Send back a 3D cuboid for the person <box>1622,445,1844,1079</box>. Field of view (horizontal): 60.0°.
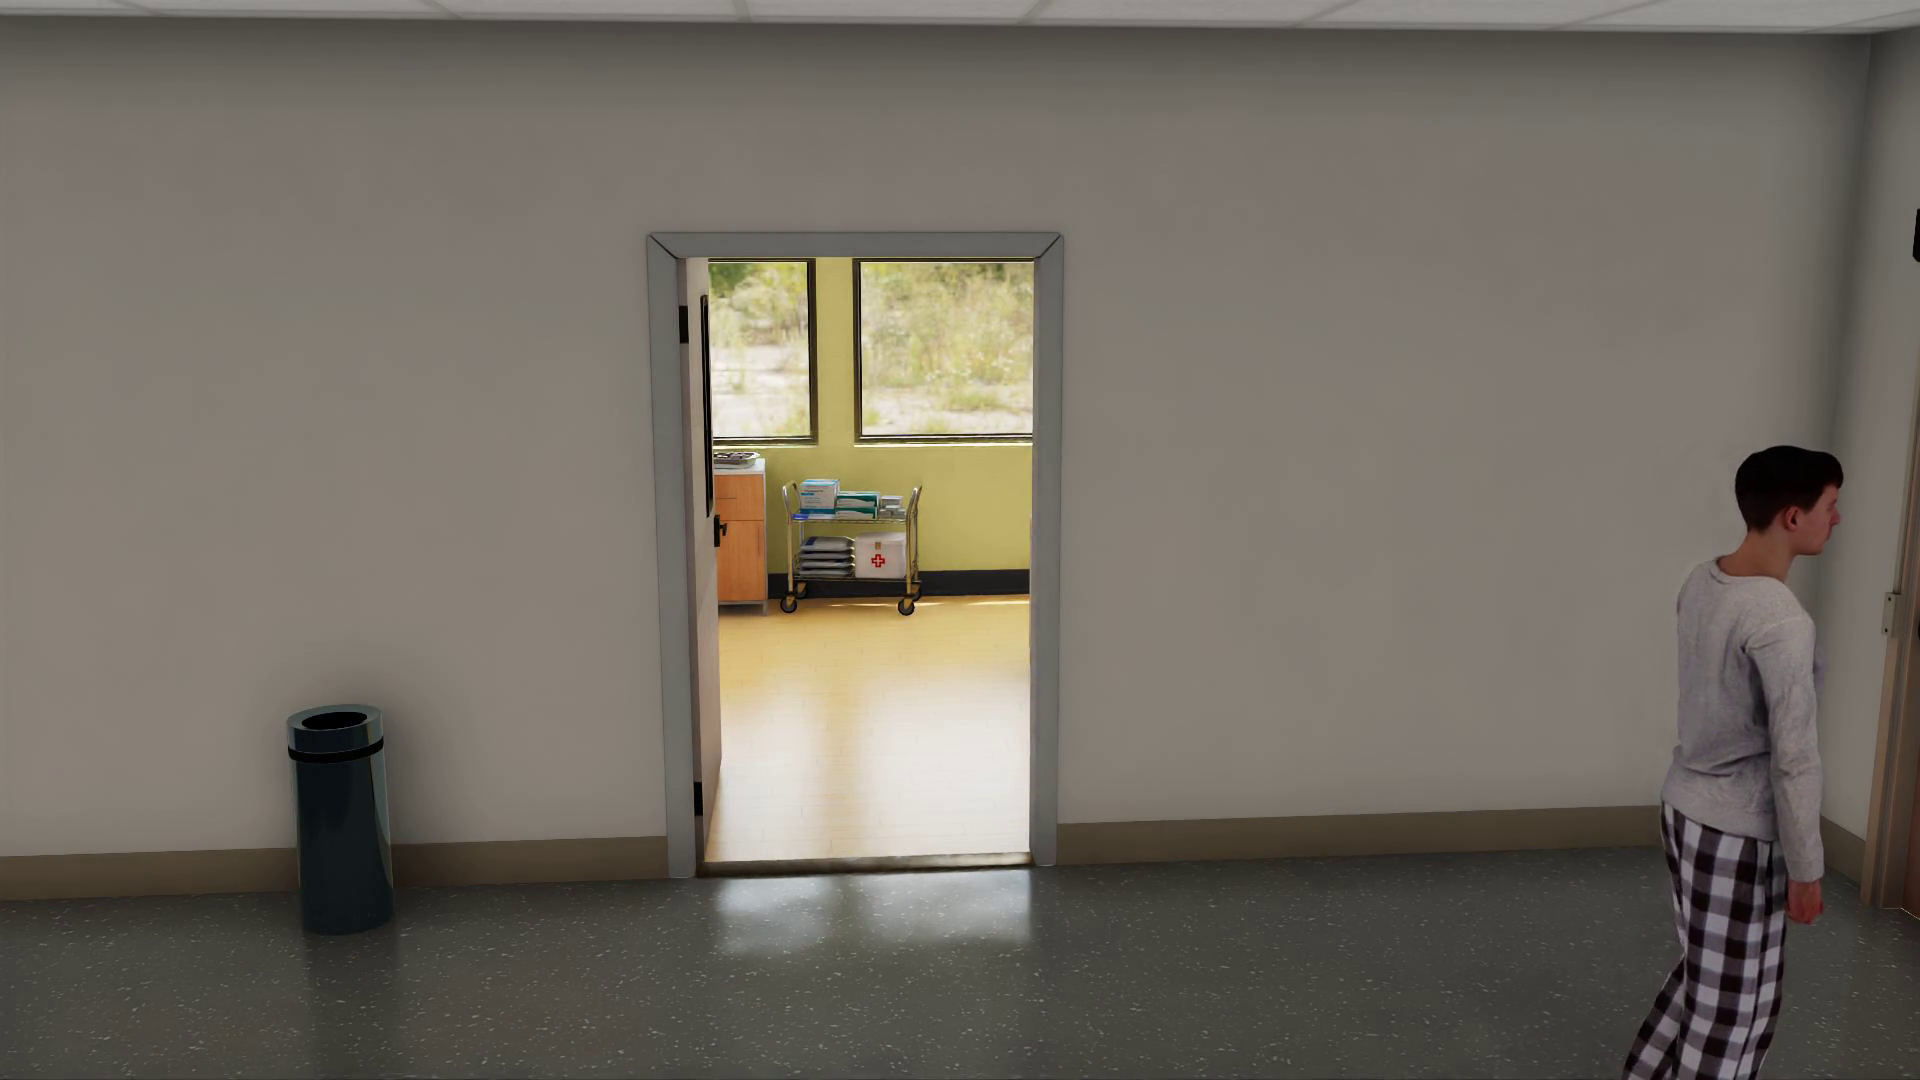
[{"bbox_3d":[1.810,0.680,3.966,0.571,1.846,0.672,0,11,0],"label":"person"}]
